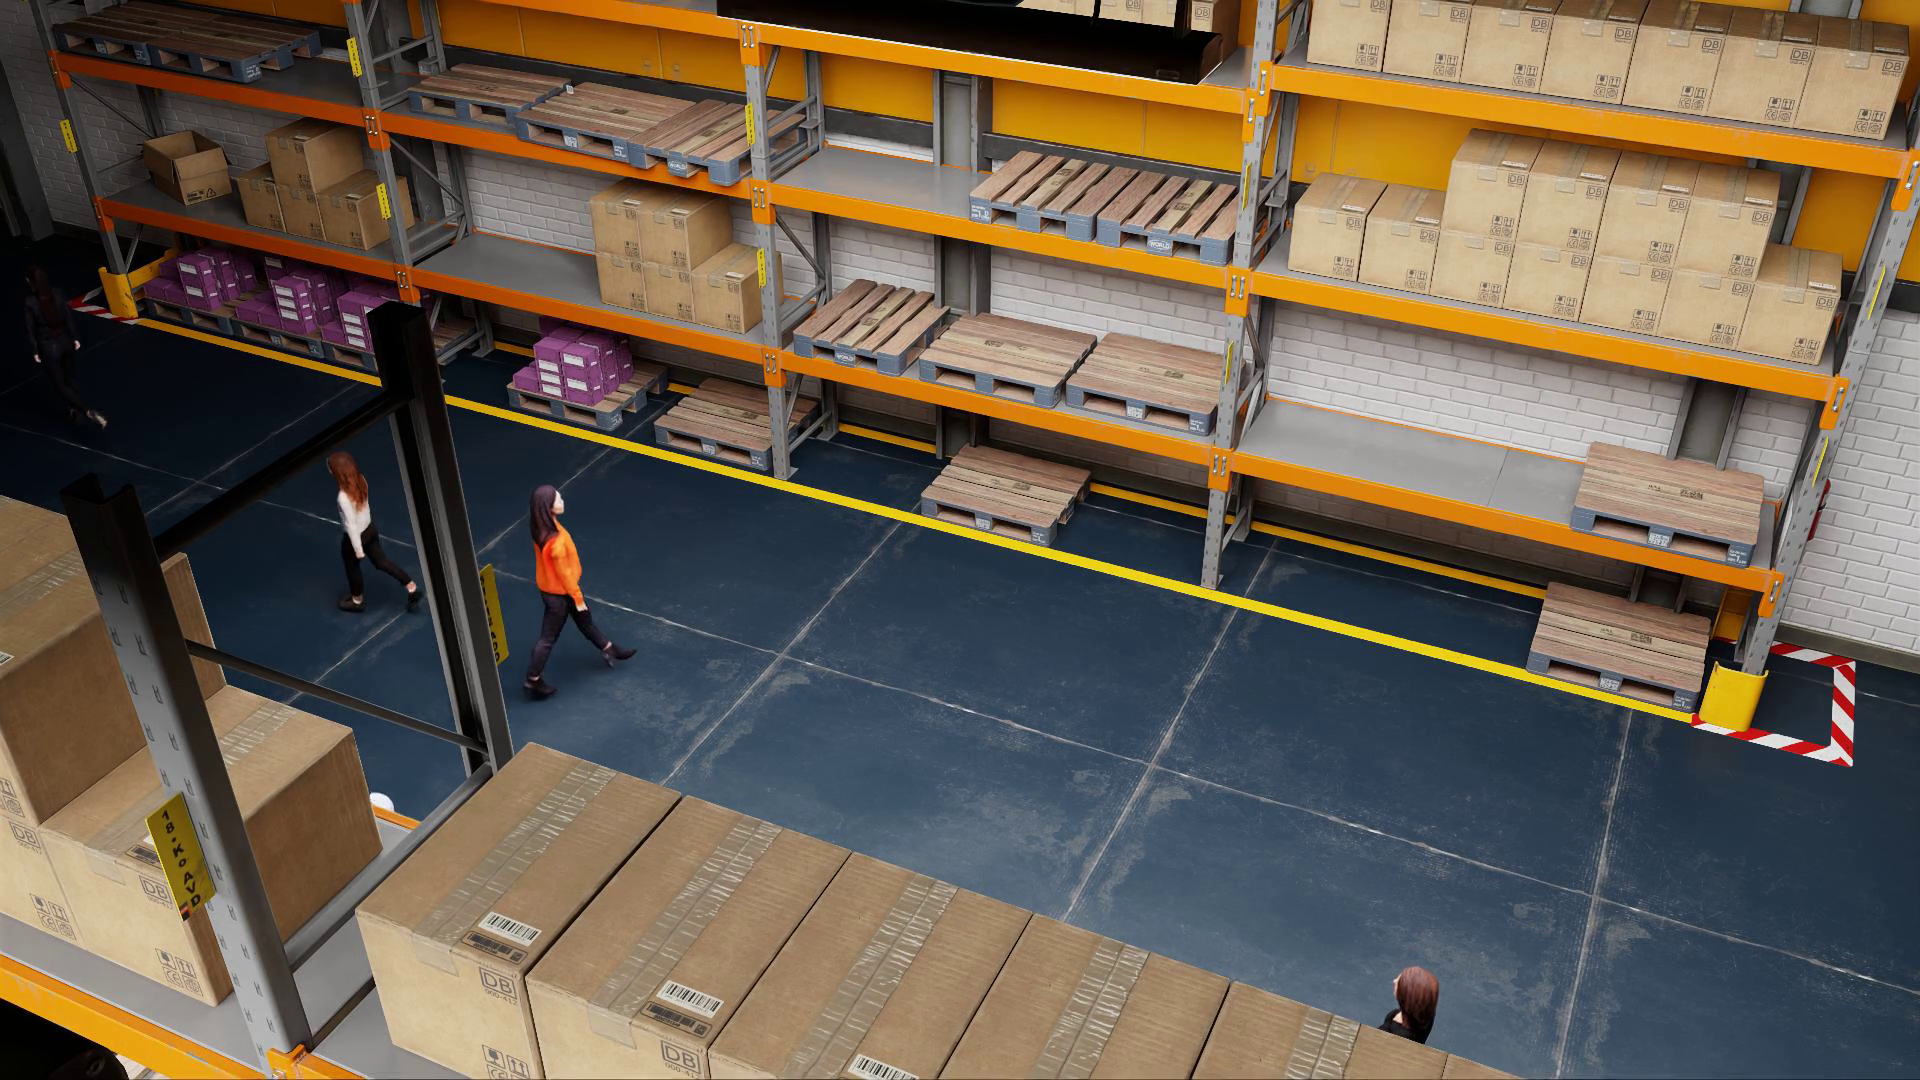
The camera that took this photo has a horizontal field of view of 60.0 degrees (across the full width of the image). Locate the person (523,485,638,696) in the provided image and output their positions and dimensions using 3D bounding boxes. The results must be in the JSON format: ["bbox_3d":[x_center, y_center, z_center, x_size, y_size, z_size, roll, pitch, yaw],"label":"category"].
[{"bbox_3d":[-2.964,0.406,11.937,1.139,1.700,1.134,-15,36,-21],"label":"person"}]

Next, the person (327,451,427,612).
[{"bbox_3d":[-4.551,-0.041,12.826,1.024,1.461,0.717,5,34,7],"label":"person"}]

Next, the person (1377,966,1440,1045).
[{"bbox_3d":[2.198,2.773,8.371,0.548,1.706,0.619,21,39,29],"label":"person"}]

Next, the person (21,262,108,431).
[{"bbox_3d":[-8.169,-1.700,15.118,1.060,1.687,0.692,21,39,28],"label":"person"}]
